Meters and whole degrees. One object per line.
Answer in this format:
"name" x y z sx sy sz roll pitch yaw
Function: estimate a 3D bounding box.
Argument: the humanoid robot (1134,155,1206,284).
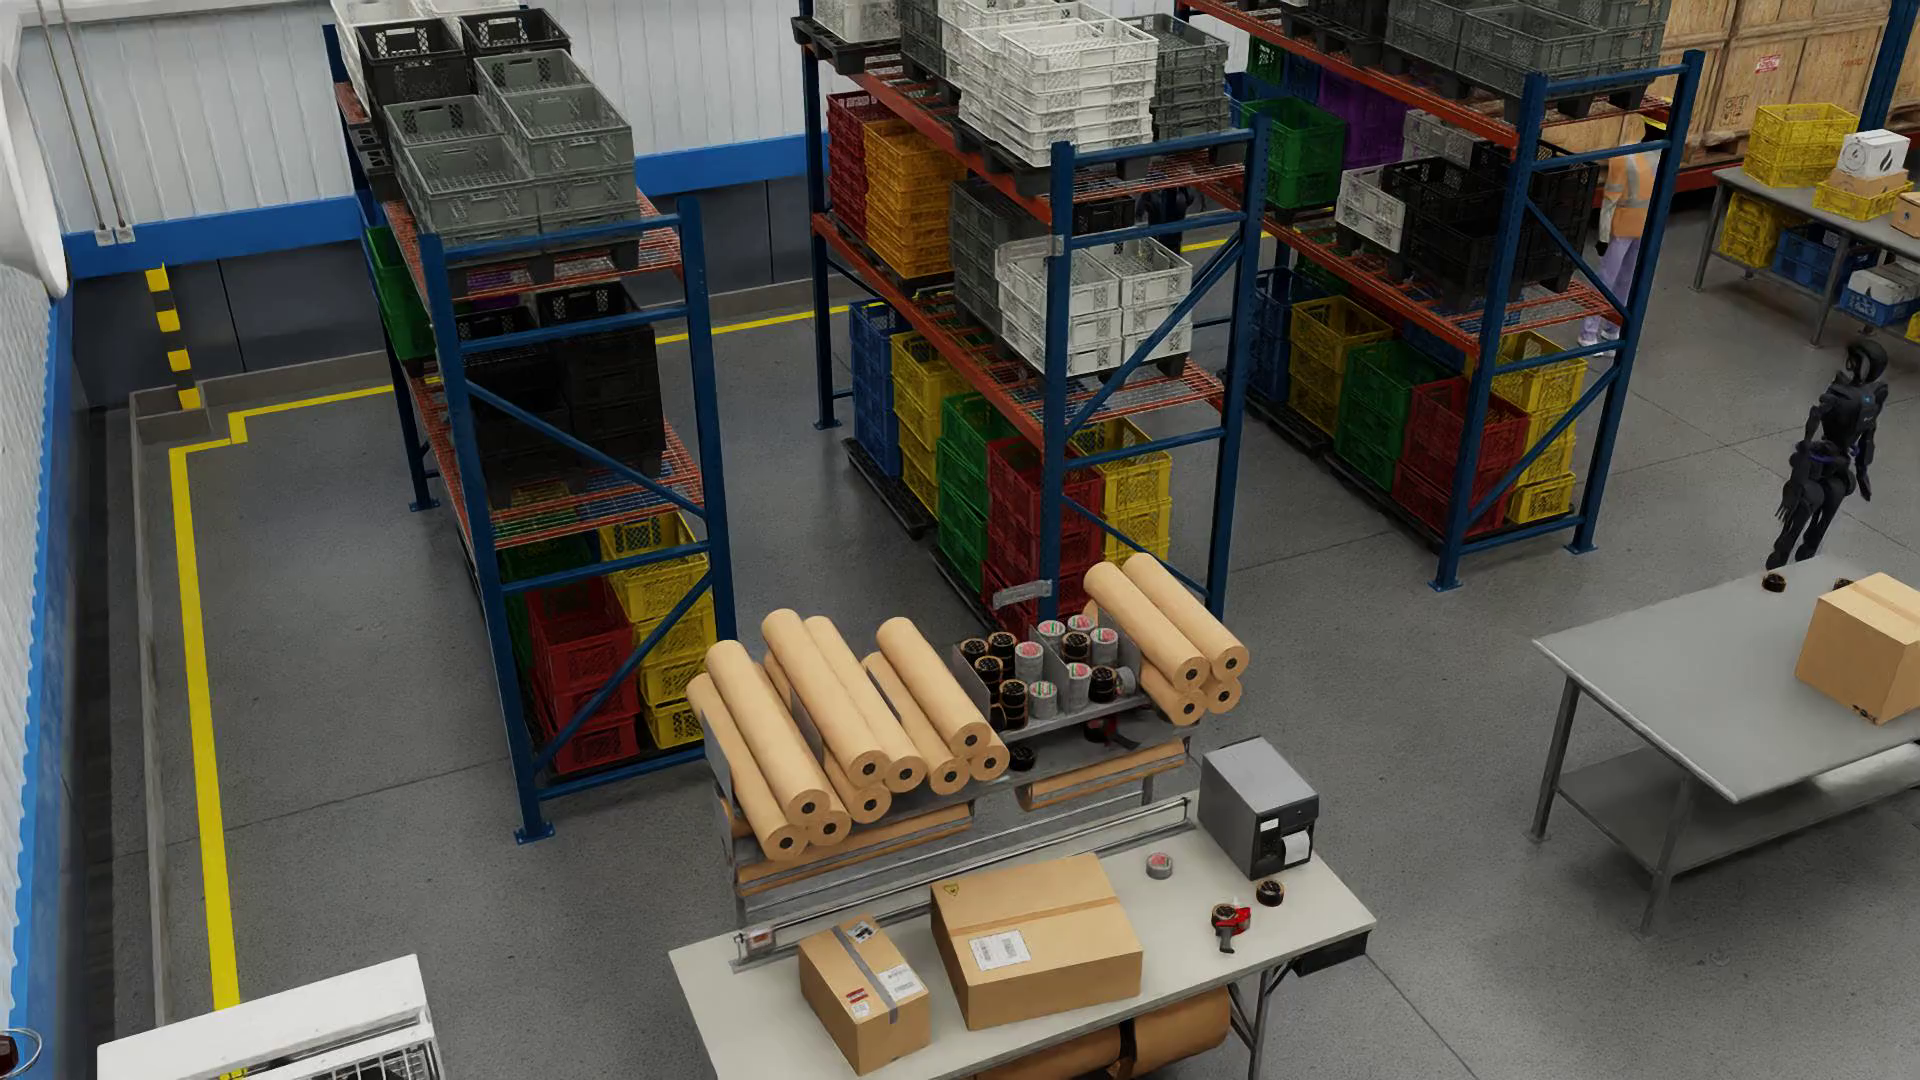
"humanoid robot" 1.653 -2.752 13.084 0.610 1.657 0.315 -13 34 -20

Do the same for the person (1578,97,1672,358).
"person" 4.889 -2.268 12.073 0.592 1.924 0.379 -13 34 -20

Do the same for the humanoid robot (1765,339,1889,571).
"humanoid robot" 4.778 -0.345 9.176 0.610 1.656 0.315 -13 34 -20
